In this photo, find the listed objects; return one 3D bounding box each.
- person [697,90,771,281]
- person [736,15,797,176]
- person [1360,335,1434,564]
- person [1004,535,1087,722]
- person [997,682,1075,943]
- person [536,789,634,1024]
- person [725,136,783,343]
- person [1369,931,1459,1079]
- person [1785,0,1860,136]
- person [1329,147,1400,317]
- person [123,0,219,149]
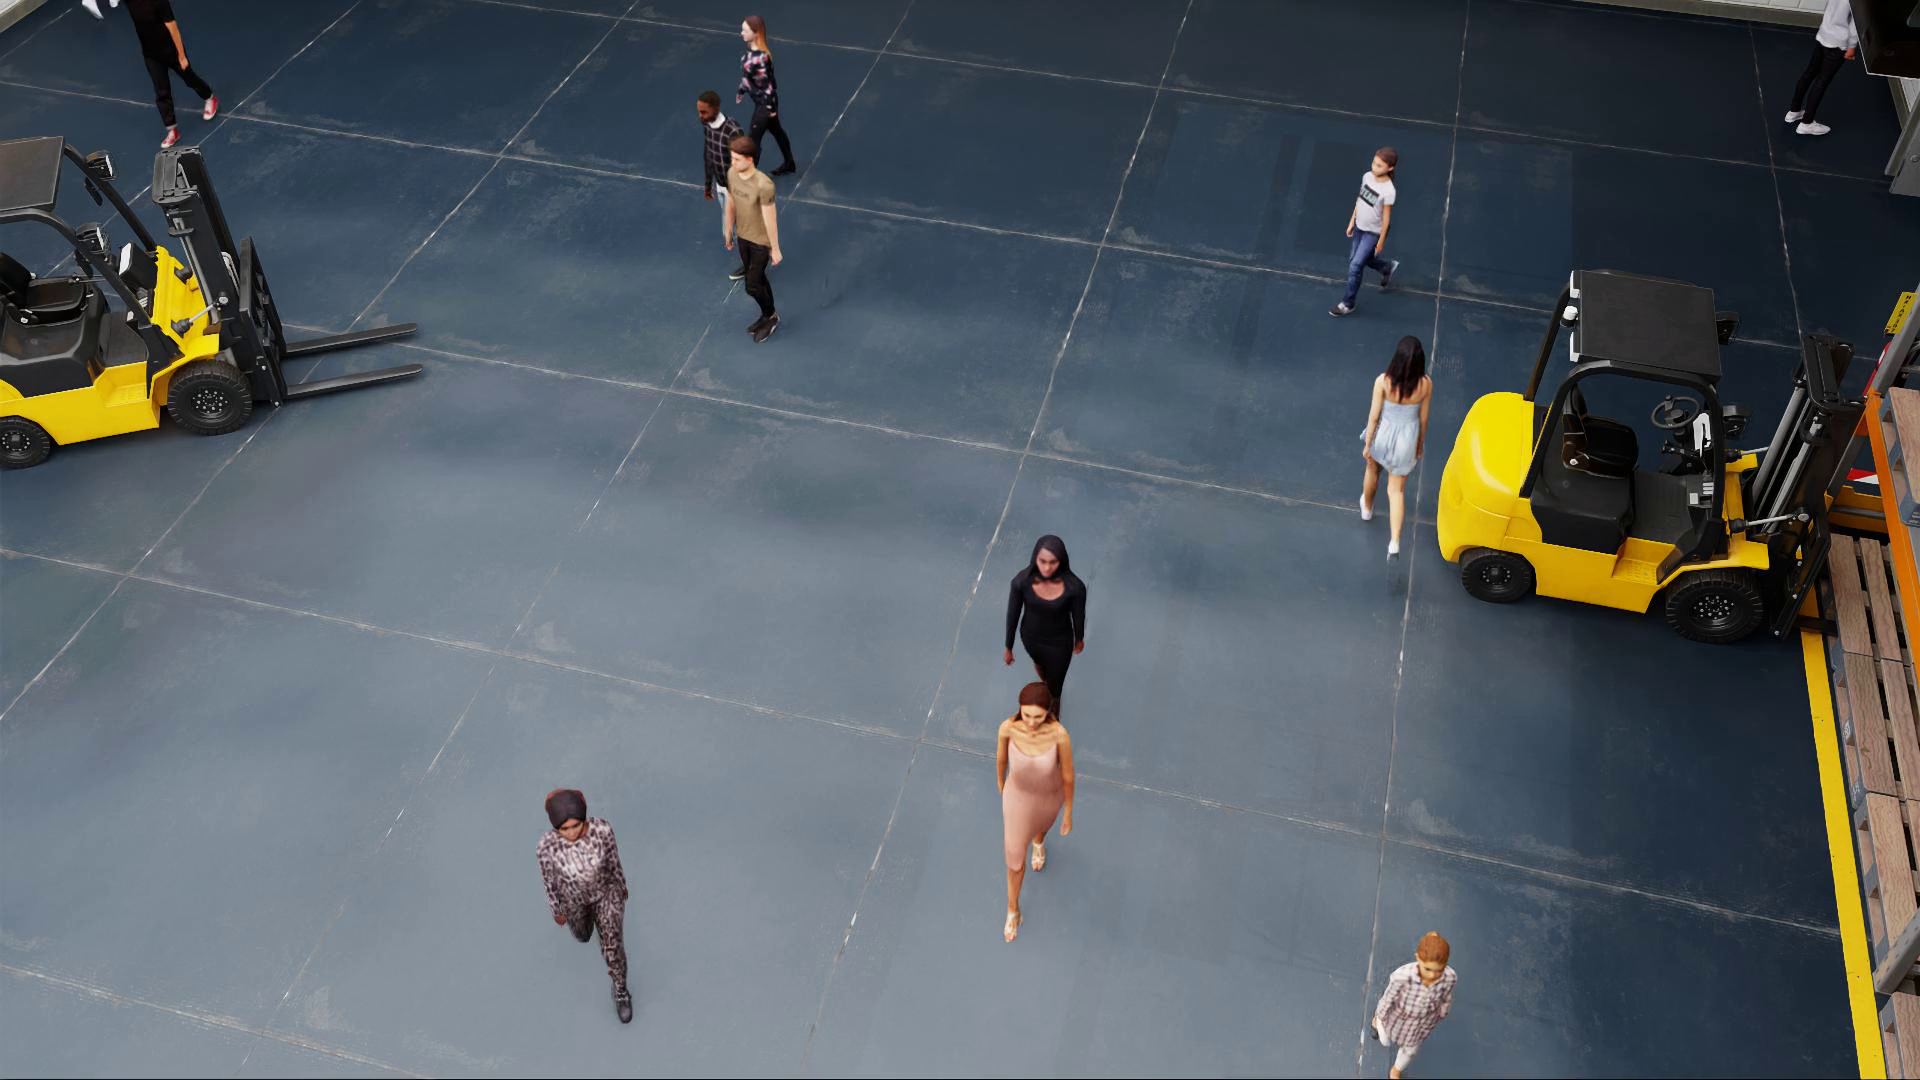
[{"bbox_3d":[-1.860,-3.047,14.186,0.889,1.793,0.854,-33,53,-30],"label":"person"},{"bbox_3d":[-1.730,-4.073,15.364,0.951,1.654,0.971,-11,45,-12],"label":"person"},{"bbox_3d":[3.052,-0.623,11.711,0.731,1.698,1.163,3,44,3],"label":"person"},{"bbox_3d":[0.554,0.583,10.461,0.639,1.676,1.131,9,44,9],"label":"person"},{"bbox_3d":[0.447,1.374,9.545,0.707,1.793,1.076,4,44,4],"label":"person"},{"bbox_3d":[-2.038,1.886,9.082,0.936,1.691,1.117,-13,45,-13],"label":"person"},{"bbox_3d":[-1.597,-2.479,13.557,0.799,1.839,0.817,34,53,31],"label":"person"},{"bbox_3d":[2.382,2.433,8.791,0.634,1.301,0.819,1,44,1],"label":"person"},{"bbox_3d":[8.421,-4.859,15.989,0.826,1.930,0.673,-5,44,-5],"label":"person"},{"bbox_3d":[3.477,-2.617,13.914,0.941,1.546,0.933,-18,46,-18],"label":"person"},{"bbox_3d":[-7.616,-4.747,16.023,0.719,1.722,1.164,5,44,5],"label":"person"}]
